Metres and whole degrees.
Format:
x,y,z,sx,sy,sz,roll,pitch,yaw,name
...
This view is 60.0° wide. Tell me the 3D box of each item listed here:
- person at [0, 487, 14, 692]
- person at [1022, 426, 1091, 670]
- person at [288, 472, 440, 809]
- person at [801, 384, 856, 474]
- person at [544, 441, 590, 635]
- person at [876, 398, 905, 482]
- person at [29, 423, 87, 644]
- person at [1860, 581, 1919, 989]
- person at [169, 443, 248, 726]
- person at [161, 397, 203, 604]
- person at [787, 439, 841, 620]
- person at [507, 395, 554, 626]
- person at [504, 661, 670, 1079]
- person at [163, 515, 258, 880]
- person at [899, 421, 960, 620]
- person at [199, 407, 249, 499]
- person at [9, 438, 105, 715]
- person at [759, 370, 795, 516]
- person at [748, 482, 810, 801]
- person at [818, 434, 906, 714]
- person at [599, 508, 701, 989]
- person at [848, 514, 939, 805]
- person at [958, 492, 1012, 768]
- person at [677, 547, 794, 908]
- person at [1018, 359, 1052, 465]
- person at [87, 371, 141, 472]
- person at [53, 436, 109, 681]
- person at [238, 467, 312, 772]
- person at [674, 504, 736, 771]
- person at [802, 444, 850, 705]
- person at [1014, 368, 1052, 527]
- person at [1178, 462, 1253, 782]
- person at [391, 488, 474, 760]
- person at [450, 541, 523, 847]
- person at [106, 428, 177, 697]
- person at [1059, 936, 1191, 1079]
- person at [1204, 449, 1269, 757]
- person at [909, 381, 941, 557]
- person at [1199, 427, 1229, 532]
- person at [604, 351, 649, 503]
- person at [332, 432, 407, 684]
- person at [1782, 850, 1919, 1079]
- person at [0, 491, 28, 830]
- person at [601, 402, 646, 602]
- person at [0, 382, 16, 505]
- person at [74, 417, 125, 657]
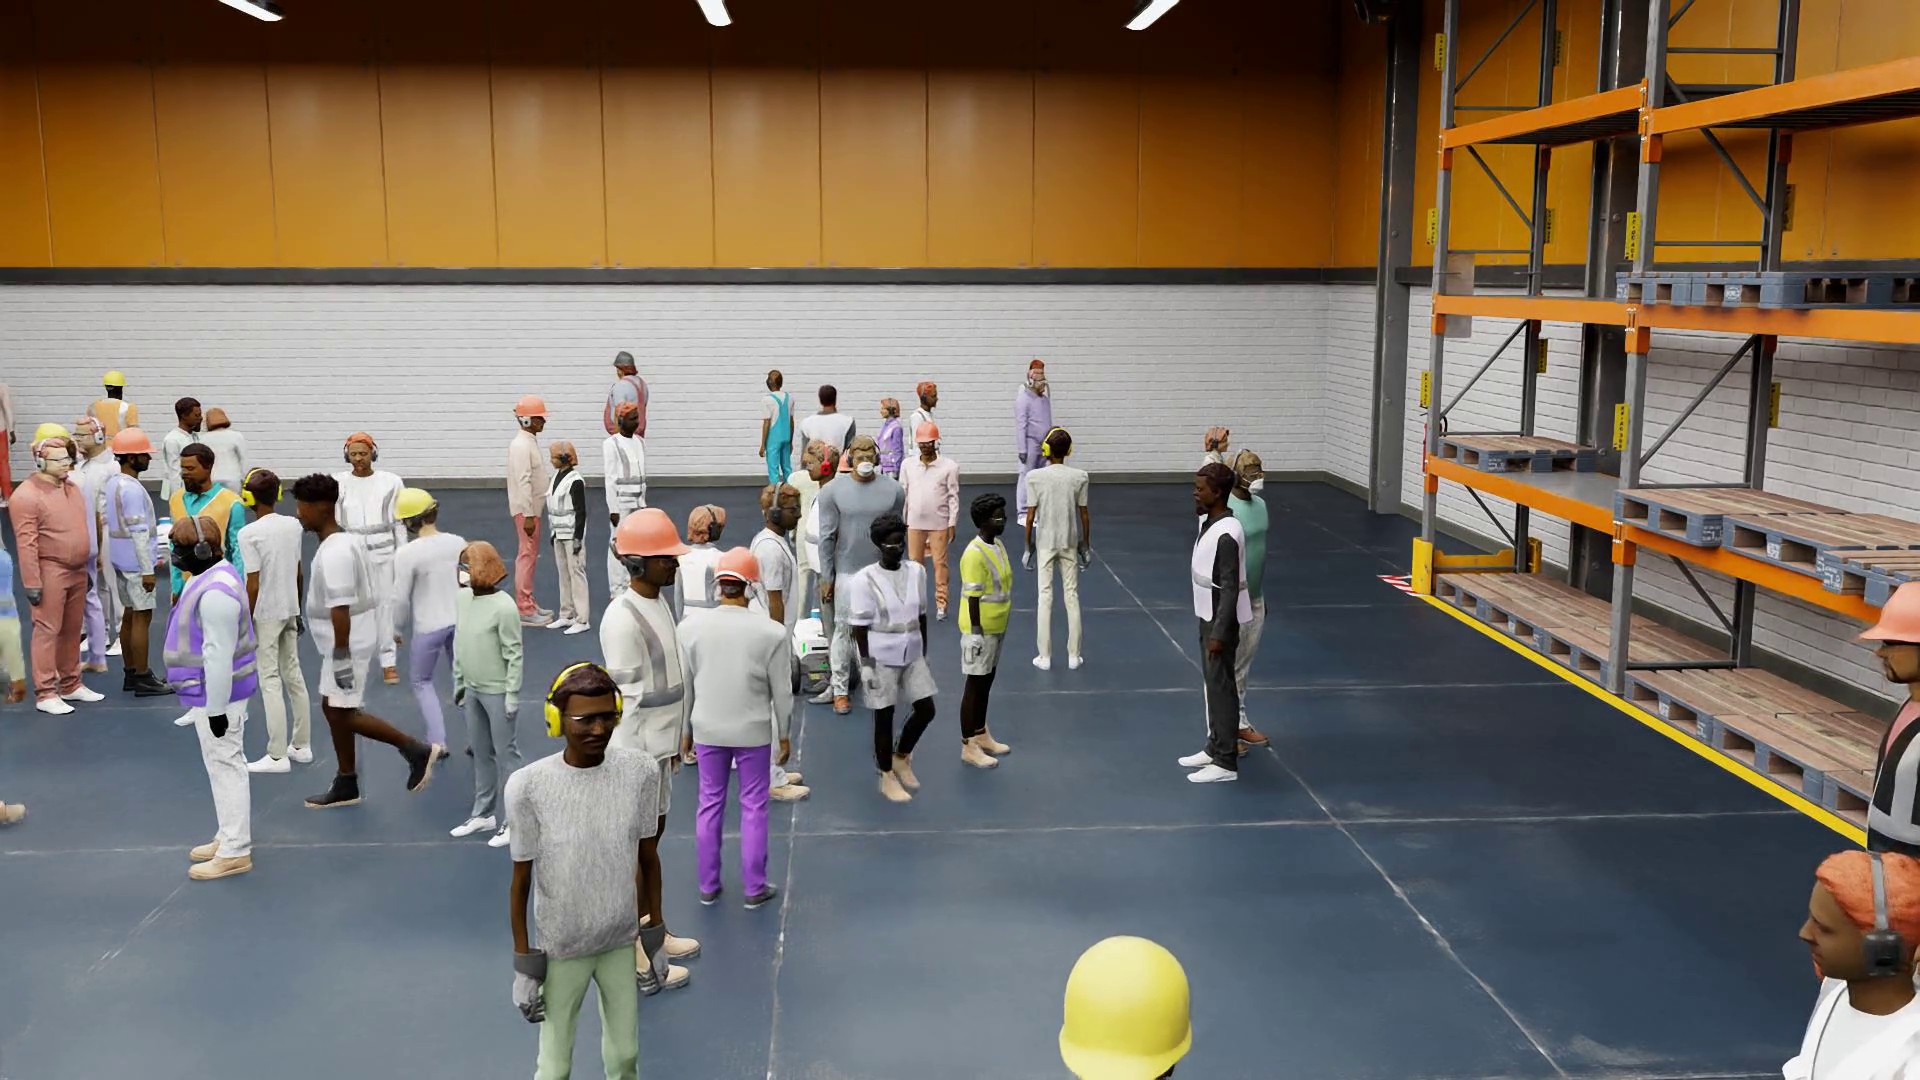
x,y,z,sx,sy,sz,roll,pitch,yaw,name
-7.022,0.185,11.816,0.416,1.940,0.607,0,9,-2,person
0.741,0.064,12.779,0.528,1.875,0.313,-1,9,-4,person
-3.384,0.571,9.385,0.673,1.938,0.637,-4,10,-22,person
-1.387,-0.659,17.256,0.597,1.899,0.705,3,10,18,person
-3.322,-0.026,14.079,0.306,1.639,0.522,-7,12,-38,person
-0.780,-0.799,18.924,0.313,1.642,0.513,-3,10,-19,person
-7.349,-0.045,13.621,0.403,1.828,0.592,-7,12,-38,person
3.107,1.146,5.459,0.391,2.040,0.615,3,10,19,person
-5.028,0.302,11.150,0.591,1.919,0.392,3,9,17,person
-7.154,-0.365,15.377,0.389,1.910,0.598,0,9,-2,person
-1.236,-0.051,14.293,0.503,1.628,0.282,1,9,8,person
-3.712,-0.258,14.424,0.397,1.992,0.621,-2,9,-10,person
-1.157,1.280,5.206,0.502,1.861,0.334,-6,11,-33,person
-3.782,0.781,8.420,0.429,1.837,0.623,-4,10,-26,person
-0.286,-0.169,14.615,0.563,1.752,0.325,2,9,14,person
-7.949,-0.630,17.929,0.524,1.610,0.612,0,9,-3,person
-6.255,0.240,11.571,0.403,1.906,0.652,1,9,5,person
-2.301,-1.215,20.898,0.344,1.847,0.505,9,13,44,person
-1.063,0.580,9.633,0.326,1.842,0.516,-2,9,-12,person
-0.671,0.232,11.518,0.634,1.938,0.355,-3,10,-20,person
-1.320,0.877,7.142,0.378,2.045,0.605,0,9,2,person
-0.379,0.683,9.492,0.549,1.678,0.378,-7,11,-35,person
0.161,0.546,10.307,0.317,1.695,0.540,3,9,17,person
-1.067,0.897,7.978,0.570,1.738,0.353,1,9,8,person
1.043,-1.540,22.852,0.584,1.879,0.374,-8,12,-42,person
-9.722,-0.986,19.204,0.594,1.924,0.380,0,9,2,person
-6.644,0.135,12.470,0.343,1.836,0.519,3,10,18,person
-4.205,0.487,10.147,0.325,1.868,0.522,3,9,17,person
-1.536,0.599,10.153,0.522,1.640,0.306,7,12,38,person
-0.917,0.237,11.779,0.390,1.846,0.563,-2,9,-11,person
0.913,-1.117,20.097,0.399,1.908,0.643,6,11,32,person
1.546,0.489,9.965,0.391,1.920,0.587,0,9,1,person
-3.228,0.538,10.278,0.503,1.721,0.556,6,11,35,person
-2.517,0.809,8.848,0.498,1.634,0.284,7,11,38,person
-5.913,0.160,11.982,0.364,1.936,0.545,-8,12,-41,person
0.274,1.609,2.908,0.587,1.929,0.361,2,9,15,person
1.767,0.388,10.540,0.358,1.938,0.636,7,11,36,person
-0.382,-0.771,17.988,0.337,1.882,0.584,2,9,12,person
2.332,-0.222,15.302,0.313,1.642,0.513,3,9,18,person
-4.403,-1.460,21.828,0.535,2.000,0.690,3,10,19,person
-4.371,0.142,12.261,0.577,1.882,0.349,-3,9,-18,person
1.859,1.546,3.441,0.337,1.882,0.584,1,9,8,person
-5.197,0.638,8.767,0.626,1.998,0.861,3,9,17,person
-3.024,-0.315,15.134,0.362,1.883,0.575,4,10,21,person
-12.775,-1.448,21.899,0.623,1.989,0.400,-3,9,-16,person
-6.869,-0.028,13.250,0.636,1.911,0.406,4,10,24,person
